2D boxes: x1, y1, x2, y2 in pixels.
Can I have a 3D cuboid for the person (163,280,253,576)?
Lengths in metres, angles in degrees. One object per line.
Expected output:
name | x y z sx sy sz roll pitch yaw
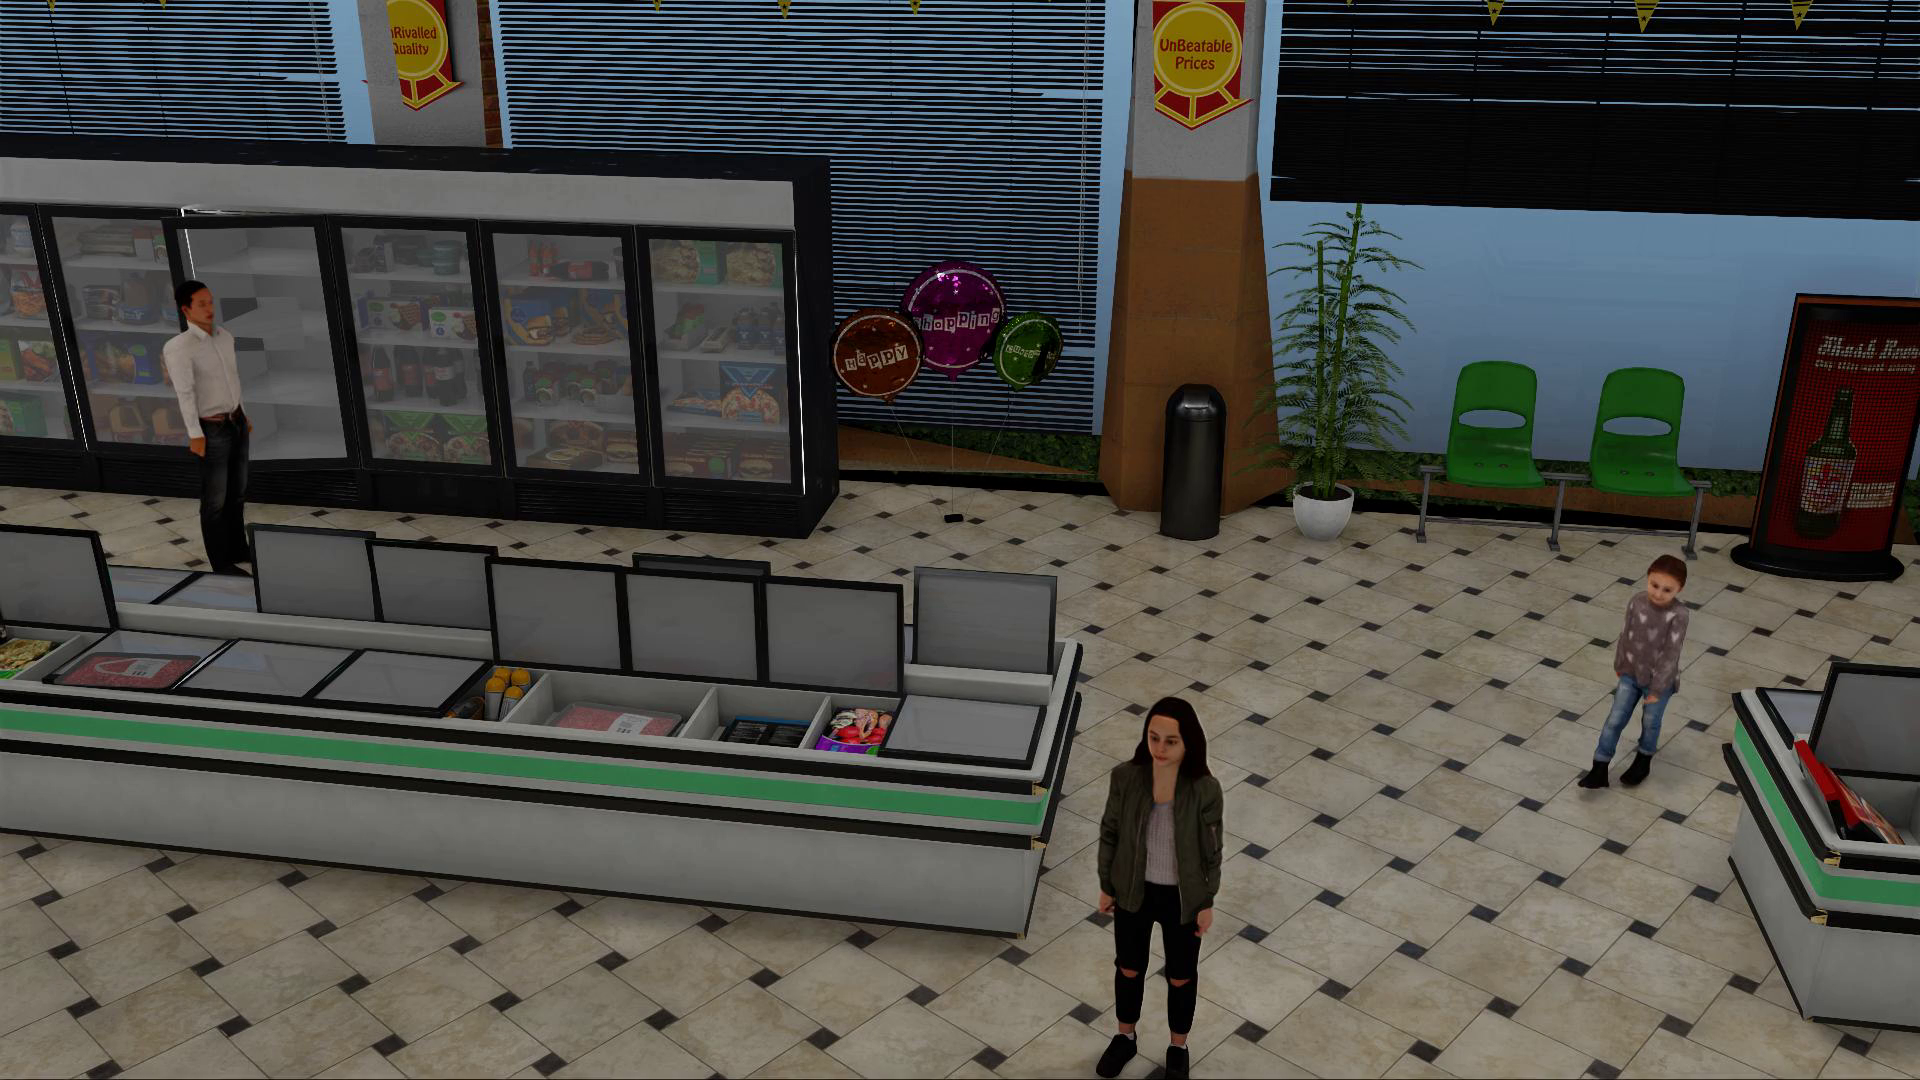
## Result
person | -4.469 -0.671 9.986 0.548 1.810 0.665 5 22 13

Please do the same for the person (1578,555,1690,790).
person | 3.206 0.605 7.668 0.765 1.172 0.727 -17 27 -35

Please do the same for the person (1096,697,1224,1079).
person | 0.690 1.215 5.741 0.491 1.476 0.665 7 23 17
